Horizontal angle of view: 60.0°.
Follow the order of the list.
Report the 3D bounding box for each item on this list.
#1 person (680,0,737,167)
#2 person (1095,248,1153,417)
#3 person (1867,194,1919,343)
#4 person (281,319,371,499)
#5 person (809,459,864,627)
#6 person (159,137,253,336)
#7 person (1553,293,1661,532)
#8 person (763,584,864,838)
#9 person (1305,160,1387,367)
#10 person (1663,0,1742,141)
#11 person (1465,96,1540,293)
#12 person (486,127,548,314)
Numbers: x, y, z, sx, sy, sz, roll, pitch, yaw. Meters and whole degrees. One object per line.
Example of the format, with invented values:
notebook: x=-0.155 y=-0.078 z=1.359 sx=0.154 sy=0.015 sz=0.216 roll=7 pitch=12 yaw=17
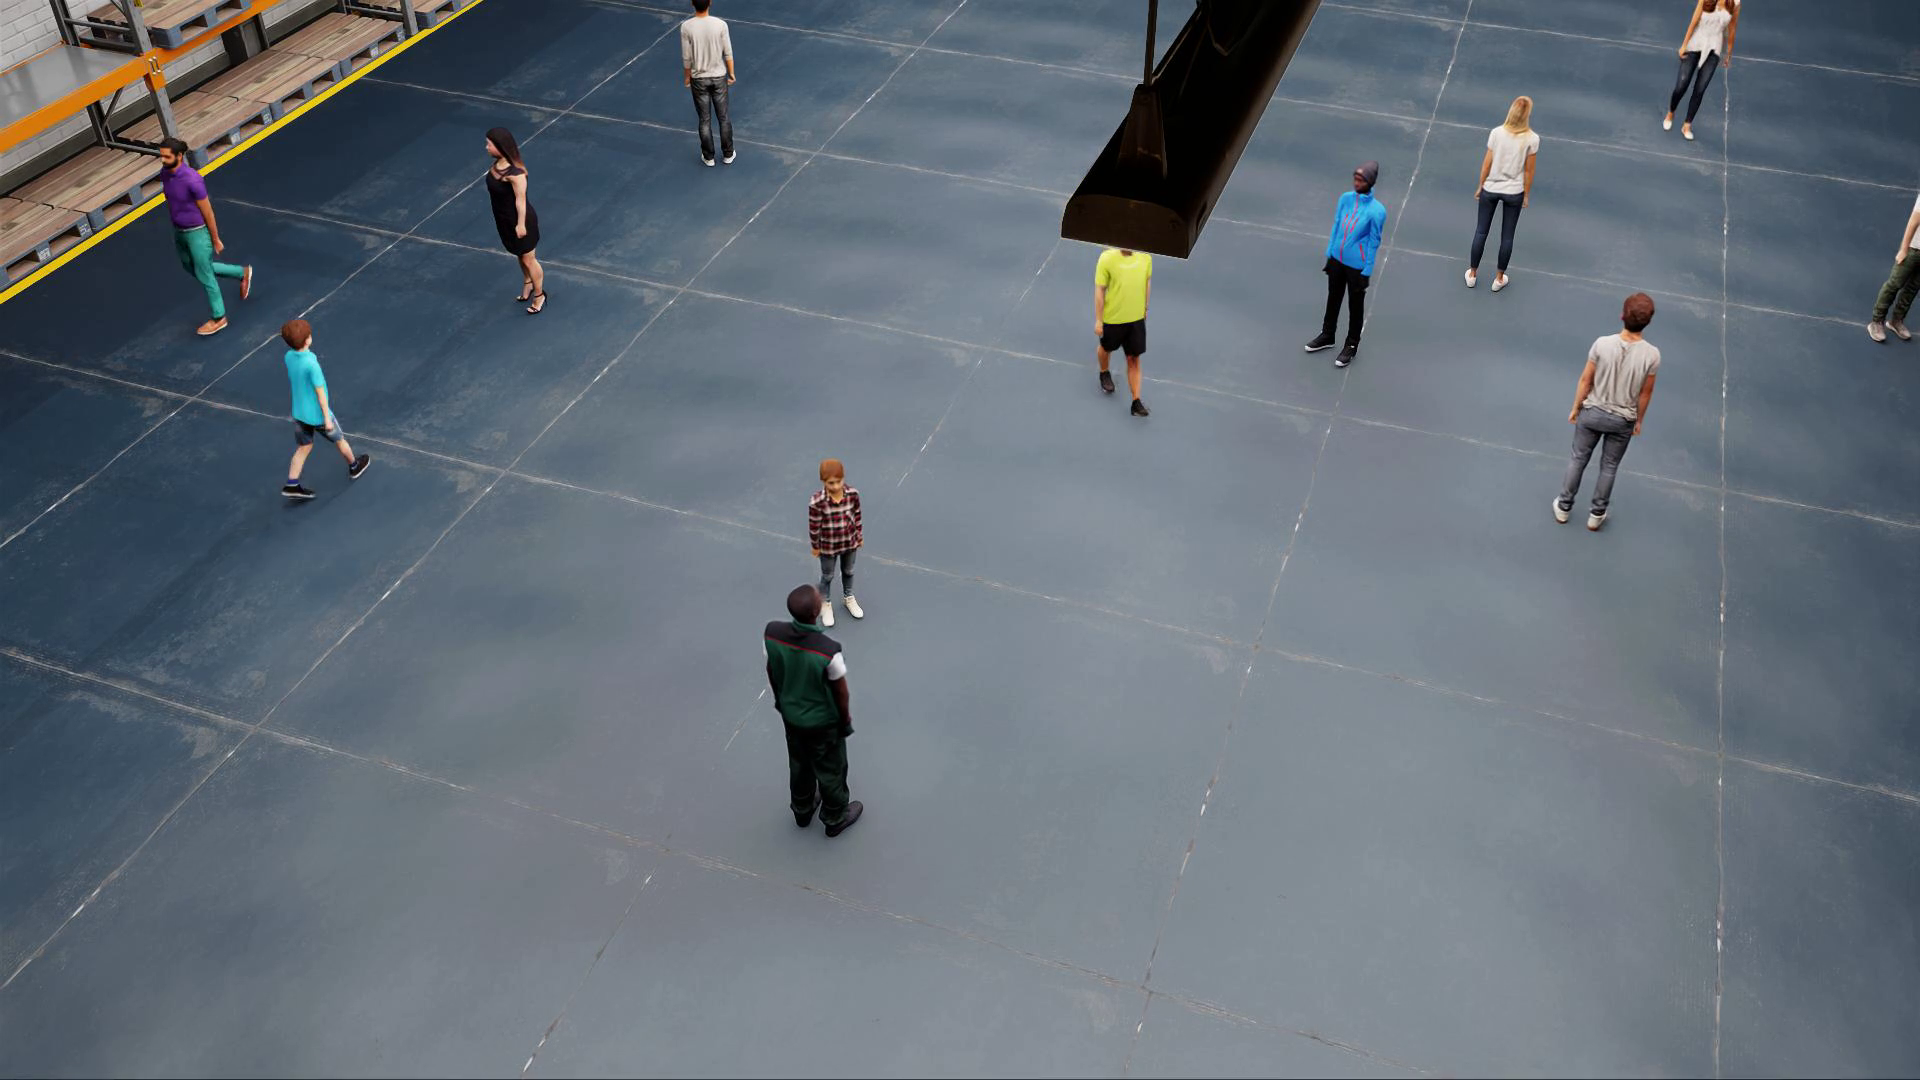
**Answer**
person: x=-2.522 y=-4.649 z=16.707 sx=0.736 sy=1.811 sz=0.727 roll=-7 pitch=39 yaw=-9
person: x=1.260 y=-1.854 z=13.326 sx=1.007 sy=1.663 sz=1.167 roll=-8 pitch=39 yaw=-10
person: x=8.155 y=-2.476 z=14.112 sx=0.655 sy=1.655 sz=0.665 roll=-4 pitch=39 yaw=-5
person: x=-4.888 y=-0.933 z=12.366 sx=0.676 sy=1.422 sz=1.005 roll=23 pitch=44 yaw=26
person: x=-0.837 y=-0.008 z=11.301 sx=0.617 sy=1.305 sz=0.674 roll=-15 pitch=41 yaw=-18
person: x=-6.483 y=-2.663 z=14.269 sx=0.777 sy=1.750 sz=1.038 roll=22 pitch=44 yaw=25
person: x=4.658 y=-0.903 z=11.949 sx=0.645 sy=1.895 sz=0.551 roll=14 pitch=41 yaw=17
person: x=-0.855 y=0.992 z=9.621 sx=0.714 sy=1.839 sz=0.644 roll=18 pitch=42 yaw=22
person: x=3.256 y=-2.312 z=13.795 sx=0.695 sy=1.794 sz=0.691 roll=-30 pitch=47 yaw=-32
person: x=7.719 y=-5.097 z=17.295 sx=0.701 sy=1.777 sz=0.679 roll=6 pitch=39 yaw=8
person: x=4.802 y=-3.065 z=14.725 sx=0.608 sy=1.808 sz=0.483 roll=14 pitch=41 yaw=16
person: x=-3.839 y=-2.784 z=14.446 sx=0.801 sy=1.718 sz=0.752 roll=-19 pitch=42 yaw=-22
